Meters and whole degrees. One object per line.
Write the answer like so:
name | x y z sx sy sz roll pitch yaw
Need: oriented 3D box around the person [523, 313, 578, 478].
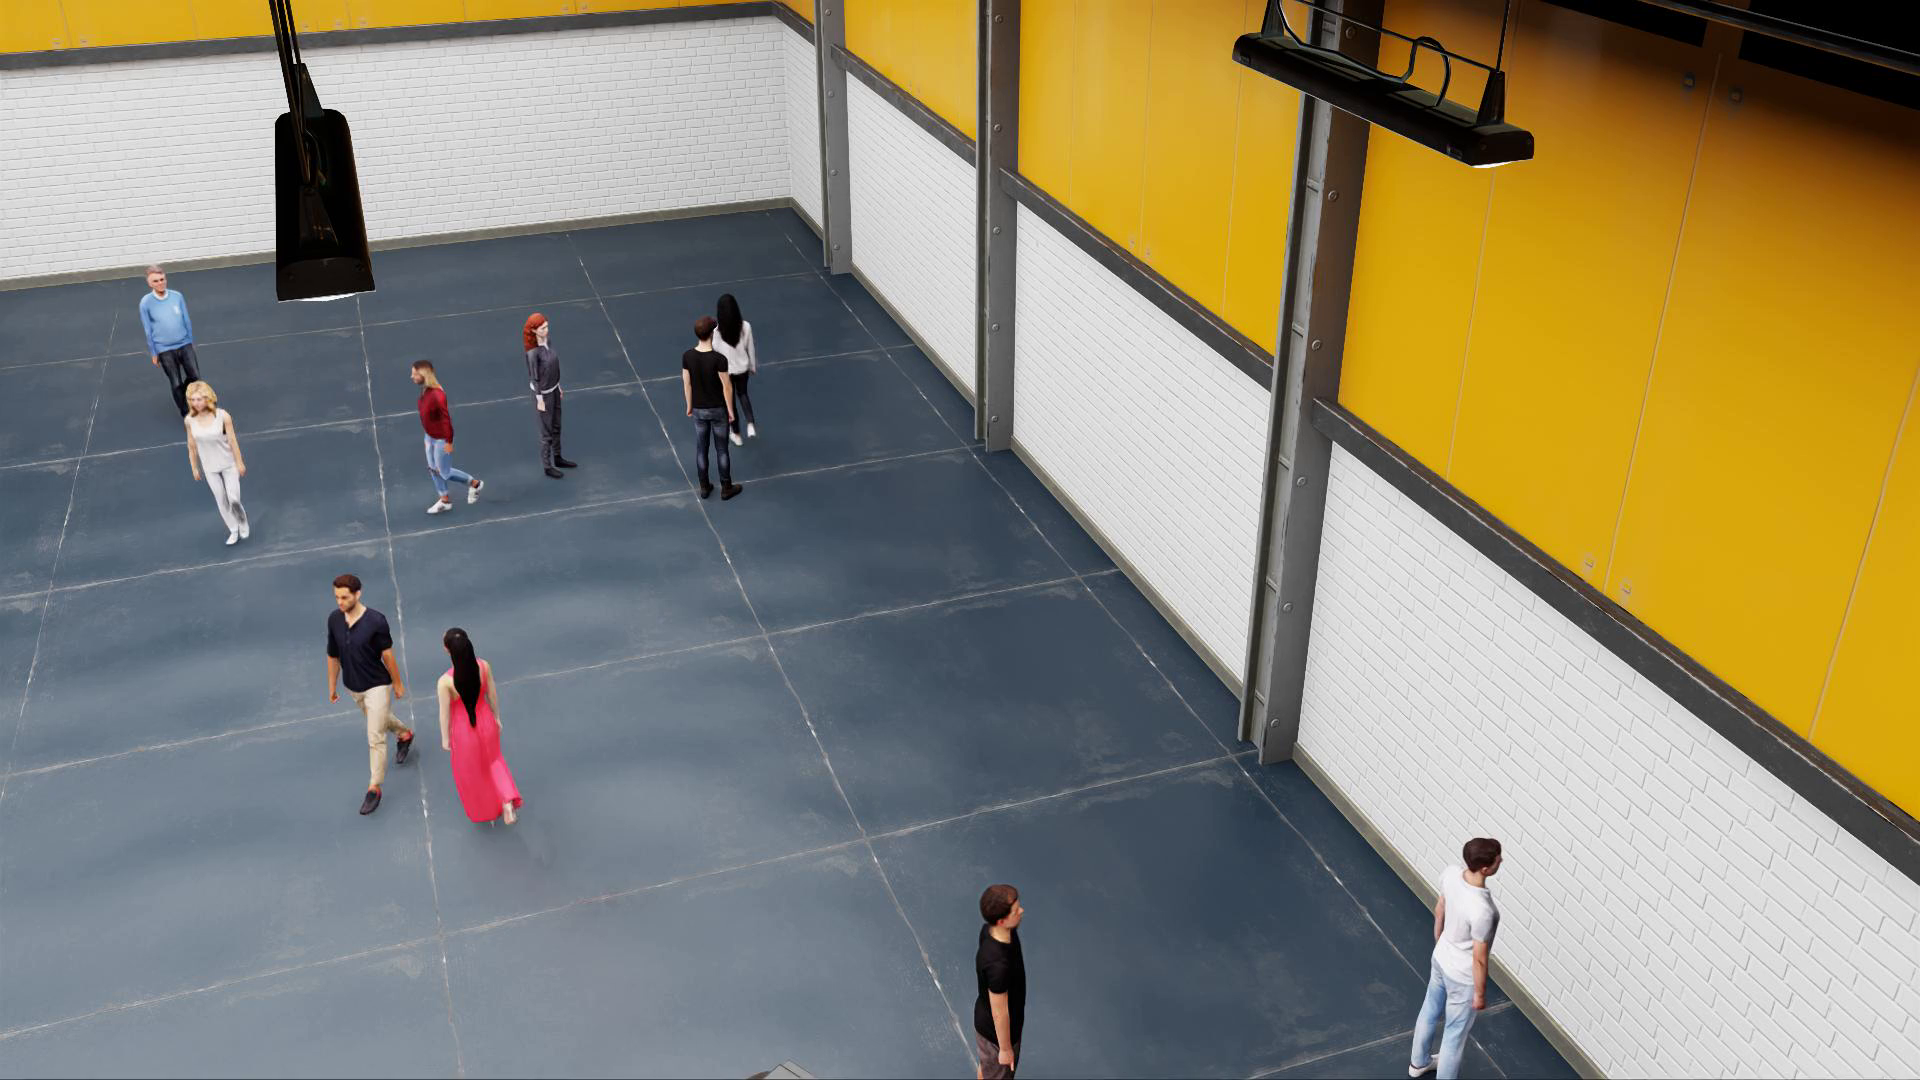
person | -4.246 -1.495 17.032 0.730 1.779 0.634 6 29 11

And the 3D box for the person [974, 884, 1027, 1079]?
person | 0.214 2.667 9.314 0.810 1.863 0.652 0 29 0

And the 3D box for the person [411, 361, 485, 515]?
person | -5.048 -1.019 16.326 0.833 1.620 0.833 -21 35 -33

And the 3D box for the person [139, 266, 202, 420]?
person | -8.650 -2.149 18.204 0.790 1.804 0.860 -22 36 -35

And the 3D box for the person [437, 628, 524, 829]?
person | -3.406 1.400 11.793 0.880 1.714 0.773 25 37 38

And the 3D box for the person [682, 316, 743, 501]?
person | -2.493 -1.307 16.565 0.749 1.896 0.765 7 29 13

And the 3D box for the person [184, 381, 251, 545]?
person | -7.013 -0.762 15.813 0.677 1.660 0.656 -2 29 -4

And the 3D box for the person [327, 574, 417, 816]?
person | -4.353 1.027 12.369 1.071 1.818 1.267 6 29 11

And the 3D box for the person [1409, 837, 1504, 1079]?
person | 2.887 2.485 9.662 0.740 1.850 0.533 -6 29 -10

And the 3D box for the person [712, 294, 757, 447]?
person | -2.376 -1.765 17.616 0.652 1.693 0.661 -13 31 -22
